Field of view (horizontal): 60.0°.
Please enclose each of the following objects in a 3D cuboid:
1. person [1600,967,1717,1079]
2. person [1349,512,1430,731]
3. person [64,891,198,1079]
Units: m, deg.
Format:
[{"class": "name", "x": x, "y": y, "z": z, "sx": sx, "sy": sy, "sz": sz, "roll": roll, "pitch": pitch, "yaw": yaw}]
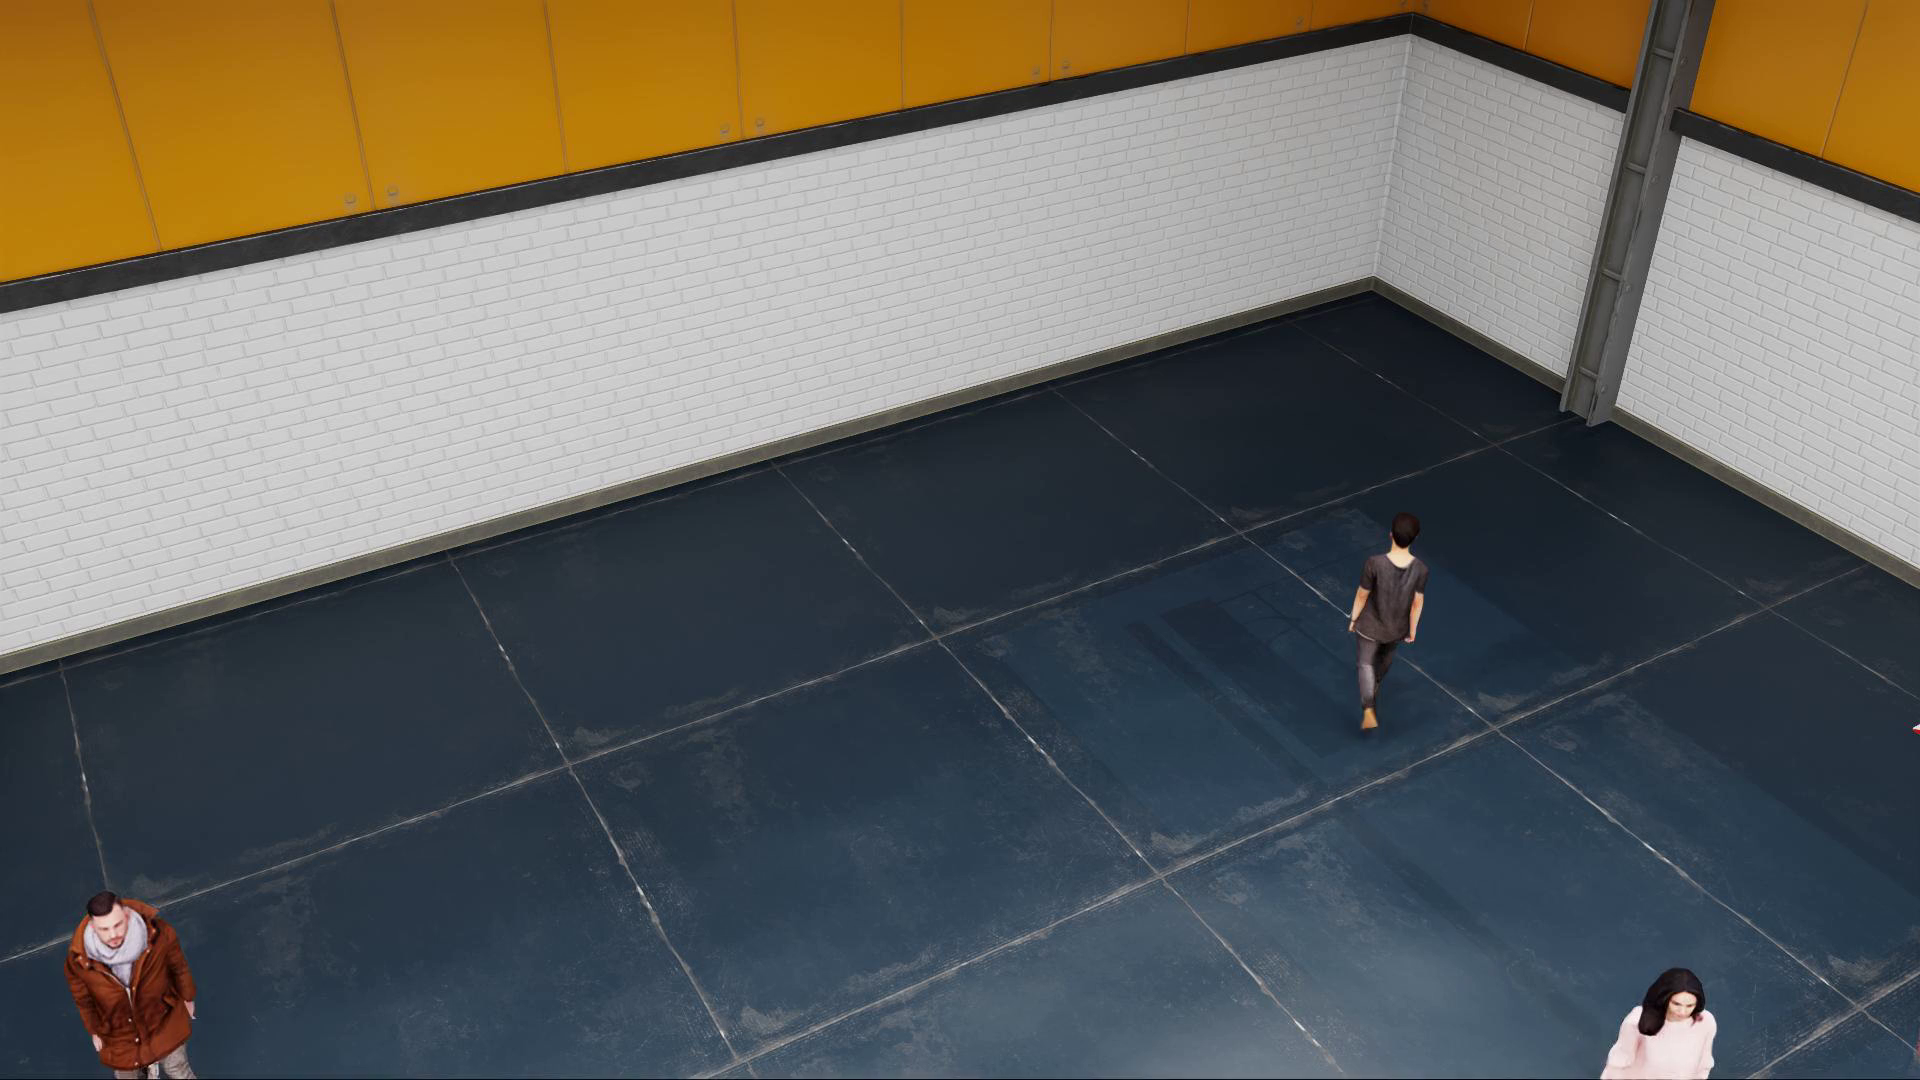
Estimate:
[{"class": "person", "x": 3.512, "y": 2.753, "z": 8.496, "sx": 0.823, "sy": 1.759, "sz": 0.878, "roll": 6, "pitch": 34, "yaw": 9}, {"class": "person", "x": 3.012, "y": 0.600, "z": 11.795, "sx": 0.980, "sy": 1.692, "sz": 1.127, "roll": 2, "pitch": 34, "yaw": 3}, {"class": "person", "x": -4.343, "y": 2.514, "z": 8.795, "sx": 0.692, "sy": 1.825, "sz": 0.867, "roll": -19, "pitch": 38, "yaw": -26}]
